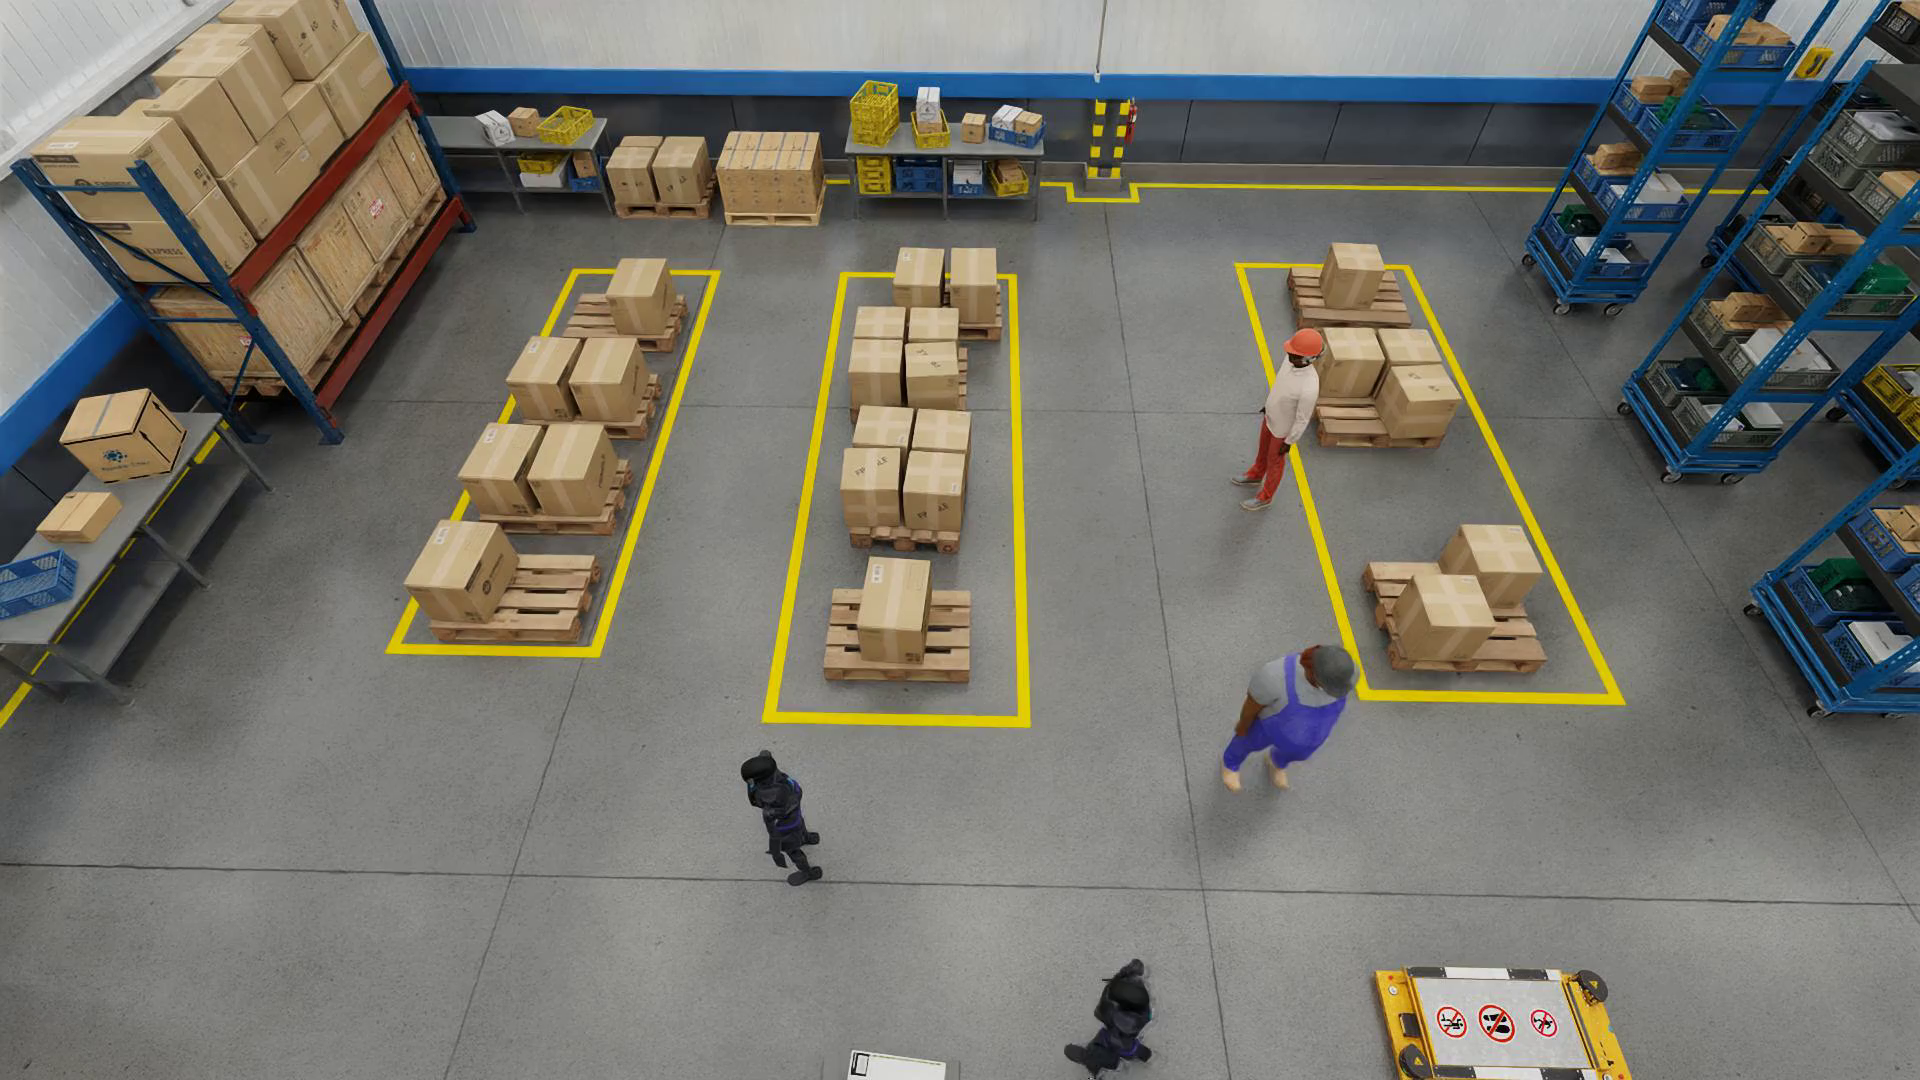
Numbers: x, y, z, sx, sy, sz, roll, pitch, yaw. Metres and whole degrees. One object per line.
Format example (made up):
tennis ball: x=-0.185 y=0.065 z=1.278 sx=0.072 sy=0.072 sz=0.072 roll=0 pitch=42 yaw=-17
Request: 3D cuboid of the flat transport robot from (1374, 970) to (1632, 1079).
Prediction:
flat transport robot: x=3.501 y=3.133 z=5.914 sx=1.431 sy=0.197 sz=0.652 roll=1 pitch=51 yaw=1

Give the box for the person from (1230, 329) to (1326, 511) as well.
person: x=2.877 y=-1.072 z=8.247 sx=0.379 sy=1.993 sz=0.620 roll=-4 pitch=51 yaw=-3

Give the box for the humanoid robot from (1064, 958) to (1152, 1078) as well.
humanoid robot: x=0.938 y=2.798 z=5.300 sx=0.429 sy=1.652 sz=0.606 roll=21 pitch=54 yaw=16

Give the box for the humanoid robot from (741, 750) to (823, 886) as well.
humanoid robot: x=-1.185 y=1.832 z=6.082 sx=0.336 sy=1.651 sz=0.575 roll=-8 pitch=51 yaw=-6

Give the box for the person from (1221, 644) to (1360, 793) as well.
person: x=2.269 y=1.245 z=6.329 sx=0.704 sy=2.000 sz=0.540 roll=-2 pitch=51 yaw=-1
